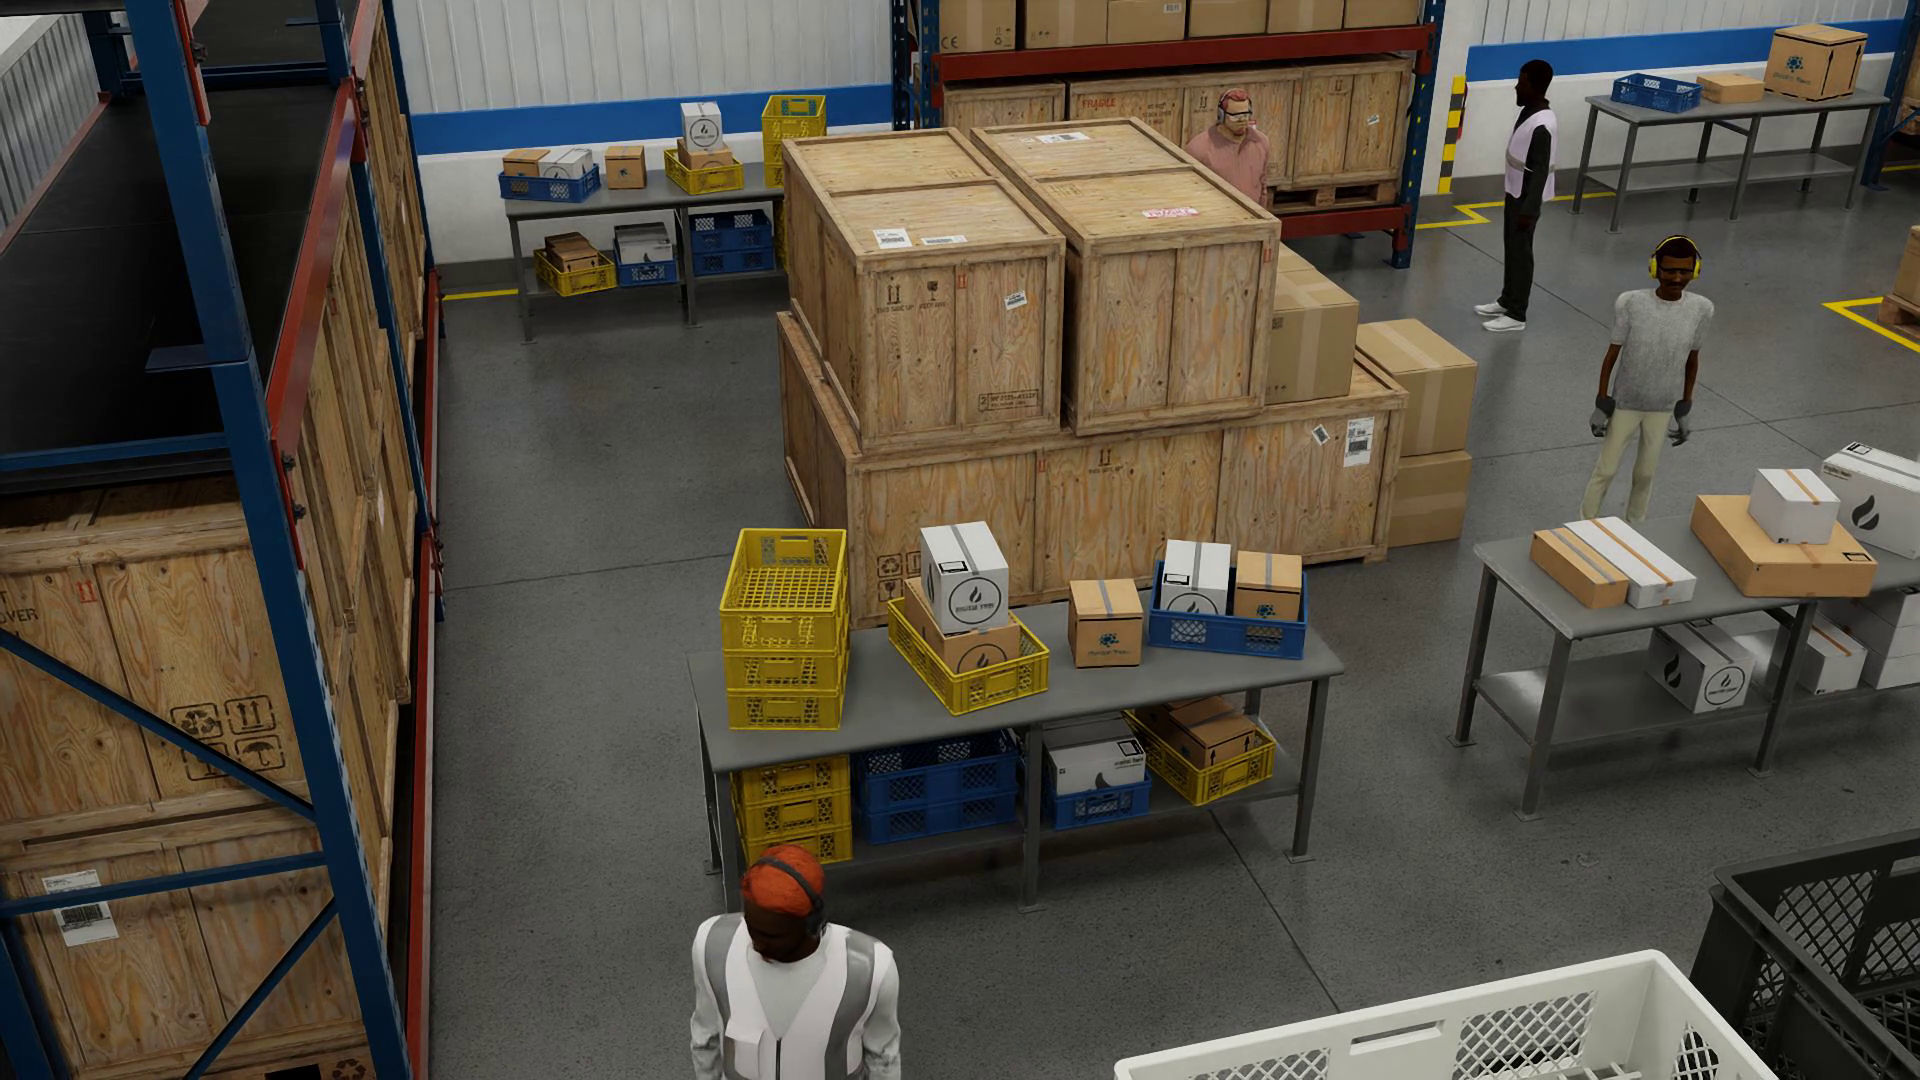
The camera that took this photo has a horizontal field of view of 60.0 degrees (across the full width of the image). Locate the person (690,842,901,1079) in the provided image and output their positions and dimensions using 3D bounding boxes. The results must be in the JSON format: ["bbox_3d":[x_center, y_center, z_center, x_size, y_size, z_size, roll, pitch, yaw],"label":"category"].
[{"bbox_3d":[-0.447,1.582,4.557,0.572,1.884,0.354,5,29,8],"label":"person"}]

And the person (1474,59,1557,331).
[{"bbox_3d":[4.010,-2.437,11.816,0.383,1.918,0.591,4,29,7],"label":"person"}]

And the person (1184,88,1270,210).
[{"bbox_3d":[1.782,-2.069,11.160,0.651,1.907,0.409,-12,31,-20],"label":"person"}]

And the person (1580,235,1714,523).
[{"bbox_3d":[3.570,-0.687,8.690,0.508,1.872,0.329,3,29,6],"label":"person"}]
